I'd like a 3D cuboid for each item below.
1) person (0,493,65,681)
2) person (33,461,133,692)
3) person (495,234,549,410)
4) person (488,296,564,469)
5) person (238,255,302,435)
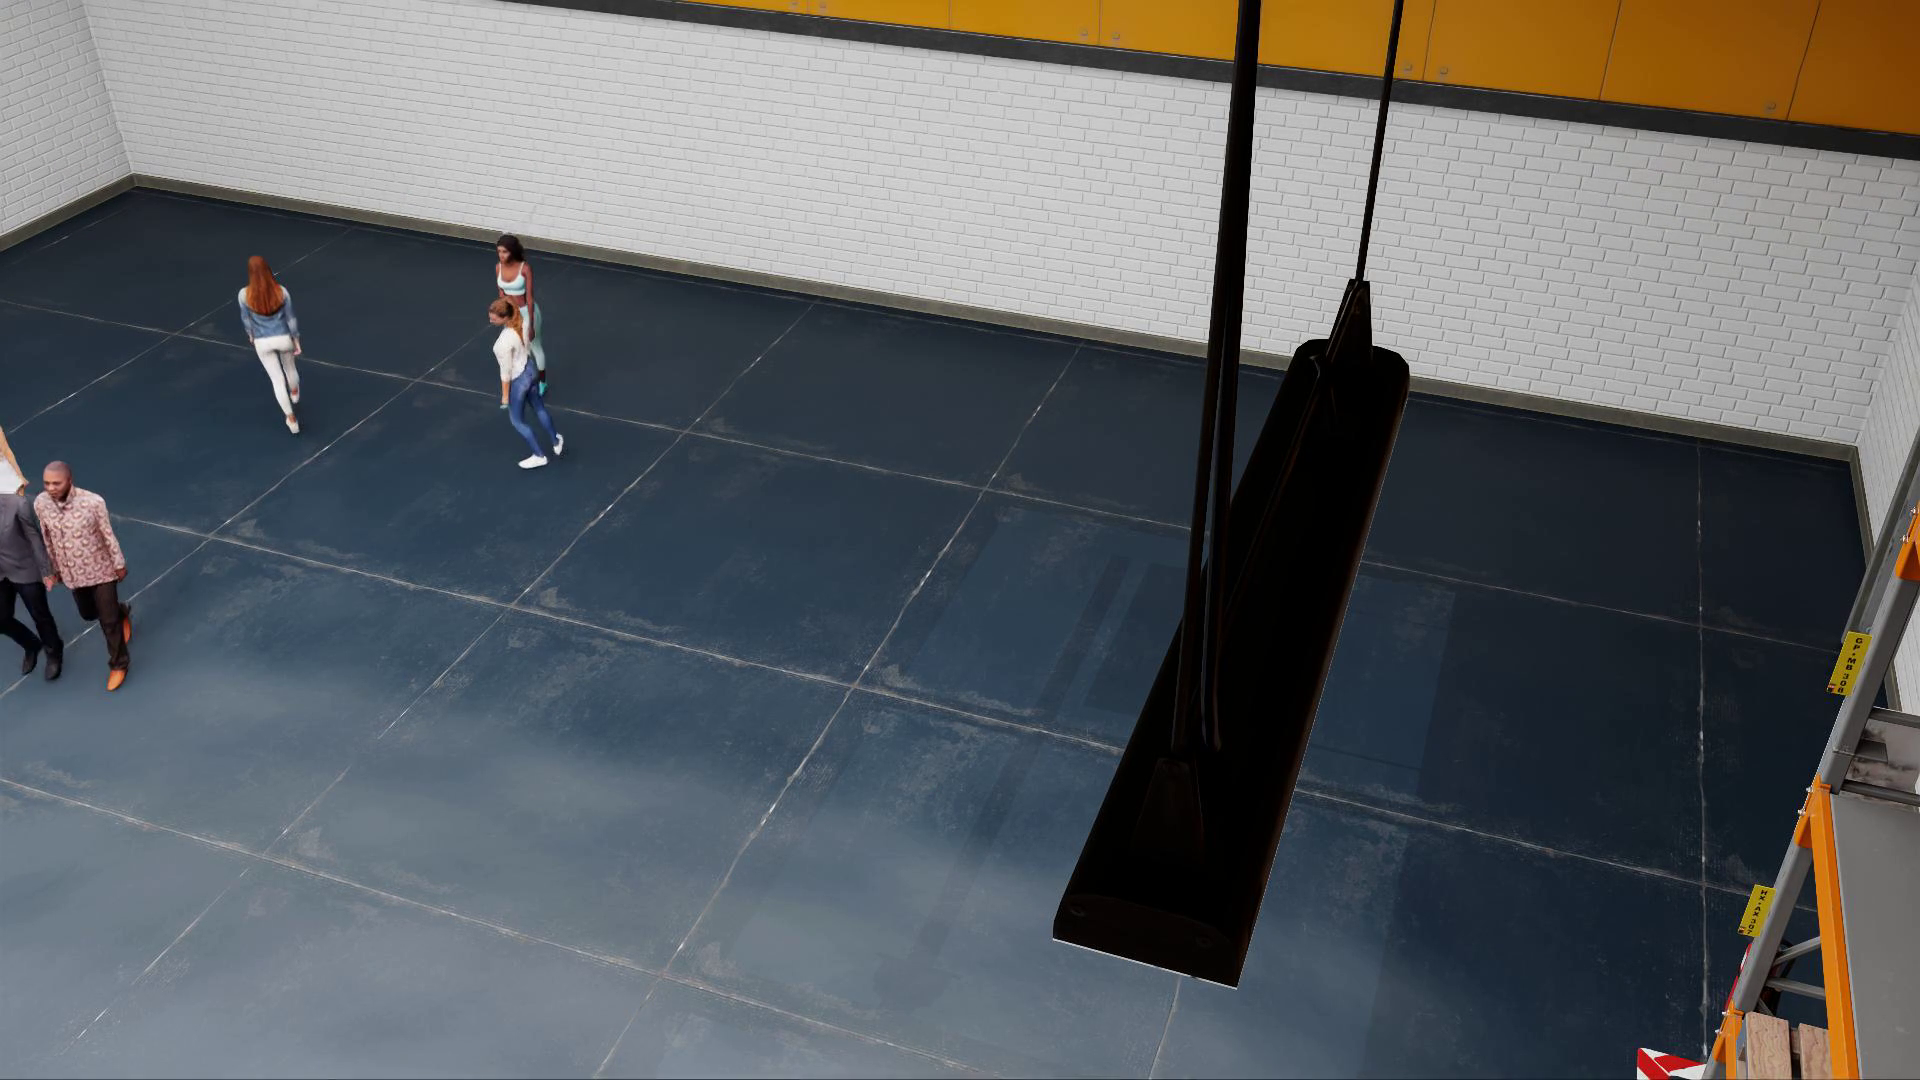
[{"bbox_3d":[-6.952,0.197,12.236,0.881,1.820,0.866,-7,34,-11],"label":"person"},{"bbox_3d":[-6.419,0.169,12.308,0.906,1.788,1.135,0,34,0],"label":"person"},{"bbox_3d":[-4.124,-2.141,15.859,0.624,1.702,0.885,7,34,10],"label":"person"},{"bbox_3d":[-3.849,-1.415,14.769,0.914,1.701,0.494,16,37,22],"label":"person"},{"bbox_3d":[-6.310,-1.761,15.325,1.050,1.662,1.105,-15,36,-21],"label":"person"}]
